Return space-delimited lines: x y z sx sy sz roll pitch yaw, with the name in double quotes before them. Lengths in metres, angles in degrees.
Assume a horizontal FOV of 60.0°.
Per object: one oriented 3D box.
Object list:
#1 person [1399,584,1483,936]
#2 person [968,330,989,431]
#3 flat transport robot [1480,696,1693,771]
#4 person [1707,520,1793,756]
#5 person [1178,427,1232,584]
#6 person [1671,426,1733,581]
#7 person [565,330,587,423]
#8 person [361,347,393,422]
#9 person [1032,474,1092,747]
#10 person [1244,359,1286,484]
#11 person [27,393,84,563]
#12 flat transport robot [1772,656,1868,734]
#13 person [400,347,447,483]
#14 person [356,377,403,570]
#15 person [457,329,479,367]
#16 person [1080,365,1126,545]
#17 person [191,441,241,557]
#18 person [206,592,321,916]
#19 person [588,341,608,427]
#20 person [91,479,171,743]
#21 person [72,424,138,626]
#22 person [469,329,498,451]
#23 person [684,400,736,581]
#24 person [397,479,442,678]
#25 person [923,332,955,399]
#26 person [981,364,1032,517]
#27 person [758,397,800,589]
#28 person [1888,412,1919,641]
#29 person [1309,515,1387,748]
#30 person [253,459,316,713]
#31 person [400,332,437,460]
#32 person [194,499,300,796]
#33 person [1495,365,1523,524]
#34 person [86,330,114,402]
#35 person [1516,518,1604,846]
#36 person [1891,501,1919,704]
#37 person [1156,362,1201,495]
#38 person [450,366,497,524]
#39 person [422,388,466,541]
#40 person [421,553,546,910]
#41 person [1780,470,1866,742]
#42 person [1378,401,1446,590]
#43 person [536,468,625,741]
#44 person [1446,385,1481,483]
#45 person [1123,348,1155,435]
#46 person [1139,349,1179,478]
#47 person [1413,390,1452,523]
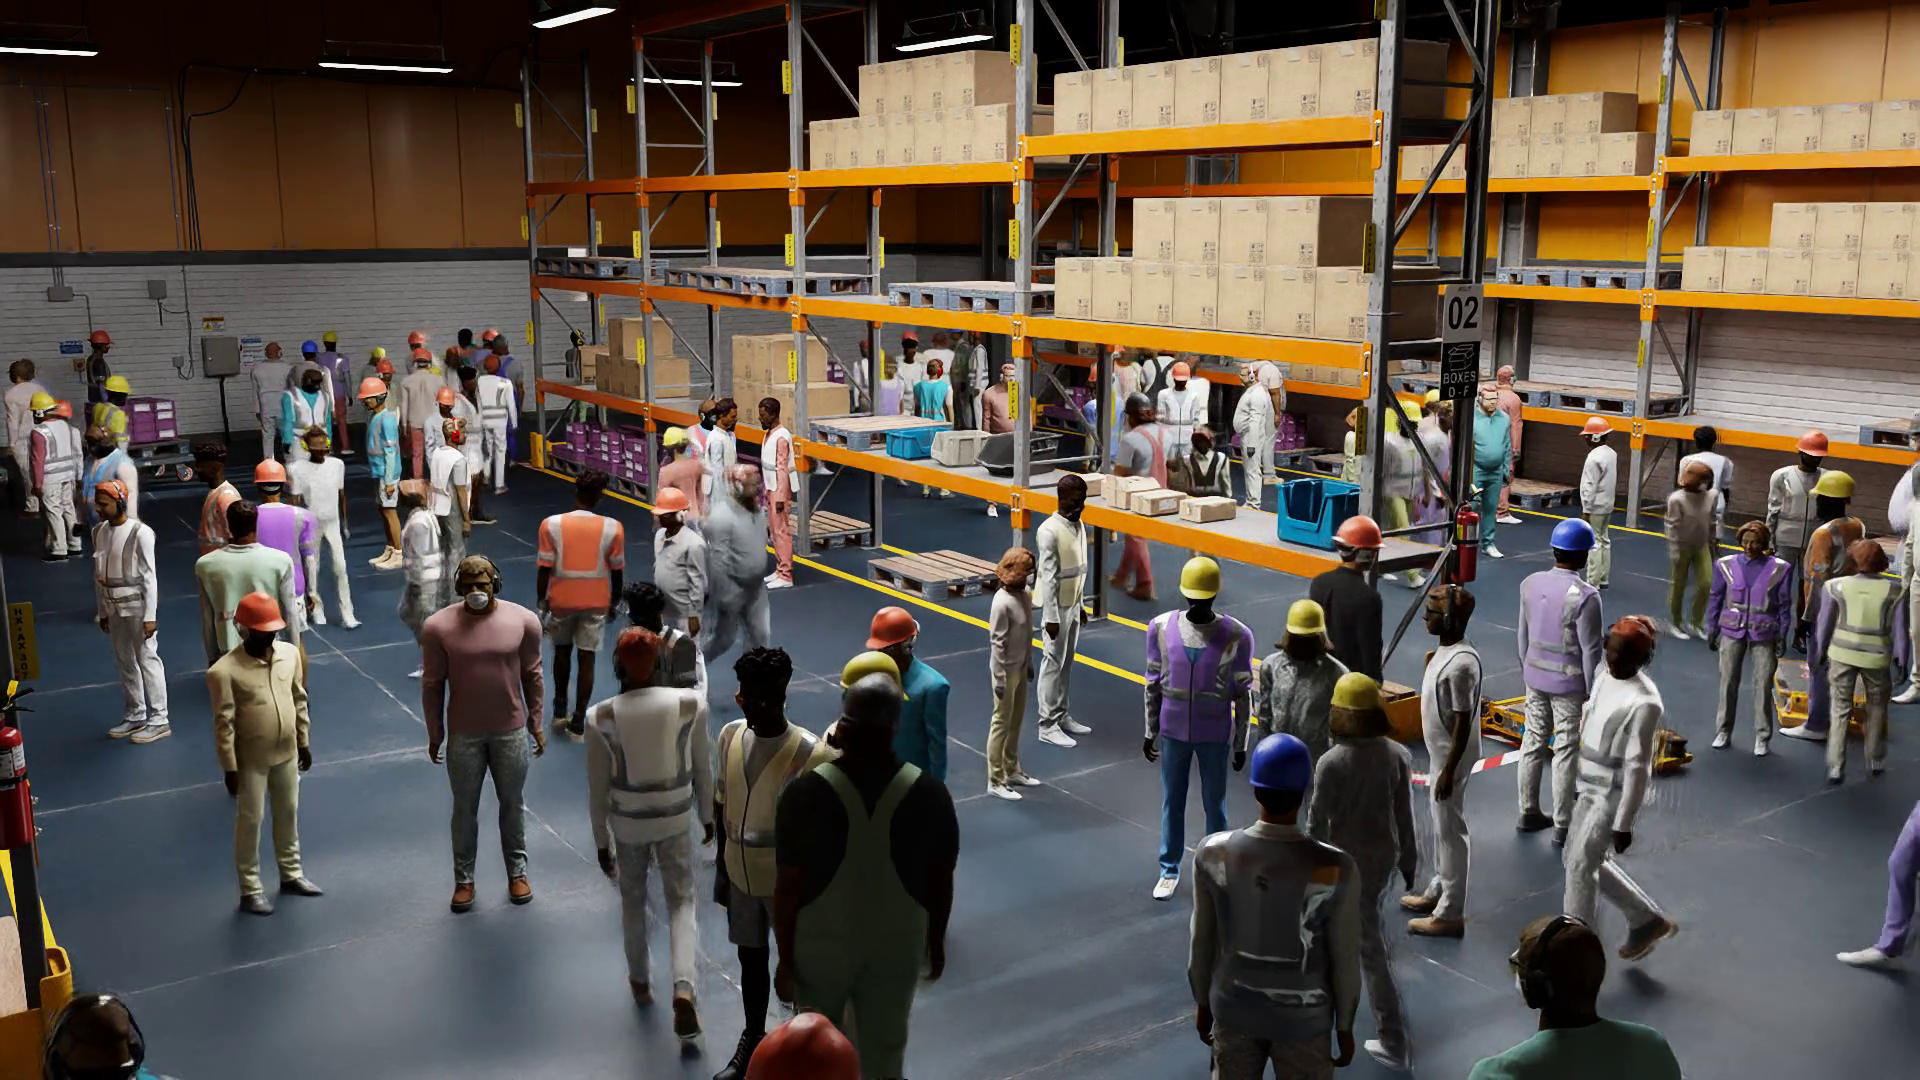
"person" 2.504 1.127 8.584 0.344 1.847 0.506 2 11 10
"person" 0.278 -2.546 27.315 0.374 1.879 0.584 -1 11 -4
"flat transport robot" 4.296 1.322 11.626 0.652 0.197 1.431 -6 13 -28
"person" 5.448 0.666 11.505 0.525 1.631 0.313 7 13 32
"person" 2.416 -0.298 16.419 0.537 1.626 0.409 2 11 12
"person" 7.330 -0.297 16.402 0.583 1.640 0.864 1 11 6
"person" -6.130 -2.445 26.805 0.508 1.872 0.329 9 14 39
"person" -8.856 -2.078 25.310 0.482 1.716 0.720 -2 11 -8
"person" 0.721 0.479 11.729 0.391 1.914 0.587 5 12 24
"person" 4.261 -1.800 23.063 0.537 2.000 0.683 -6 13 -28
"person" -9.734 -0.671 17.841 0.403 1.825 0.593 1 11 5
"flat transport robot" 6.482 1.147 12.522 0.652 0.197 1.431 4 12 20
"person" -7.017 -1.532 21.843 0.627 1.985 0.409 -3 11 -14
"person" -6.073 -0.694 17.449 0.406 2.031 0.612 -7 13 -31
"person" -7.918 -2.493 27.008 0.555 1.887 0.681 1 11 6
"person" 1.586 -0.950 18.704 0.608 2.045 0.369 -11 15 -44
"person" -5.765 0.195 13.042 0.362 1.963 0.614 -7 13 -31
"person" -3.692 1.123 8.874 0.360 1.742 0.568 6 13 28
"person" -6.073 -2.558 28.031 0.498 1.616 0.466 -10 15 -42
"person" -5.870 0.498 11.738 0.568 1.878 0.350 5 12 23
"person" -7.748 -0.142 15.130 0.637 1.827 0.494 8 14 35
"person" -7.476 -2.378 26.365 0.576 1.907 0.657 0 11 2
"person" -2.536 -0.509 16.965 0.627 1.847 0.429 -8 13 -34
"person" -4.342 0.310 13.312 0.378 1.623 0.541 -4 12 -19
"person" -0.380 -2.523 27.406 0.568 1.797 0.929 -6 13 -28
"person" 0.583 -1.220 20.480 0.642 1.901 0.395 -3 11 -13
"person" -1.826 -0.479 16.657 0.411 1.906 0.602 -4 12 -17
"person" 8.400 -0.129 14.512 0.543 2.000 0.714 6 12 27
"person" 2.260 0.837 9.696 0.398 1.990 0.624 -5 12 -25
"person" -5.052 0.364 12.305 0.548 1.924 0.387 -7 13 -32
"person" -8.240 -2.199 25.360 0.615 1.939 1.044 4 12 21
"person" -4.540 0.692 10.660 0.586 1.910 0.398 -3 11 -15
"person" 6.569 -1.153 20.091 0.409 1.909 0.652 -4 12 -21
"person" -12.502 -2.037 24.294 0.406 2.036 0.607 -8 13 -35
"person" 3.550 0.832 9.830 0.386 1.948 0.602 -5 12 -26
"person" 7.328 0.351 12.434 0.398 1.899 0.654 -5 12 -23
"person" 2.680 -1.226 20.410 0.545 1.931 0.380 0 11 -1
"person" -5.908 -1.126 19.869 0.546 1.939 0.641 1 11 6
"person" -5.876 -0.878 19.096 0.339 1.747 0.563 7 13 33
"person" -2.540 1.015 8.918 0.635 1.937 0.355 -3 12 -17
"person" 6.120 0.465 11.758 0.588 1.930 0.359 -9 14 -40
"person" 4.464 -0.456 16.616 0.596 1.871 0.984 -6 13 -30
"person" -2.726 0.430 11.949 0.640 1.923 0.821 -2 11 -13
"person" 6.201 -1.220 20.405 0.650 1.926 0.419 -3 11 -15
"person" 2.593 -1.953 24.480 0.641 1.804 0.874 -8 13 -34
"person" 2.843 -1.885 23.498 0.832 2.000 0.624 4 12 20
"person" 5.416 -0.860 19.092 0.532 1.710 0.892 3 11 13
